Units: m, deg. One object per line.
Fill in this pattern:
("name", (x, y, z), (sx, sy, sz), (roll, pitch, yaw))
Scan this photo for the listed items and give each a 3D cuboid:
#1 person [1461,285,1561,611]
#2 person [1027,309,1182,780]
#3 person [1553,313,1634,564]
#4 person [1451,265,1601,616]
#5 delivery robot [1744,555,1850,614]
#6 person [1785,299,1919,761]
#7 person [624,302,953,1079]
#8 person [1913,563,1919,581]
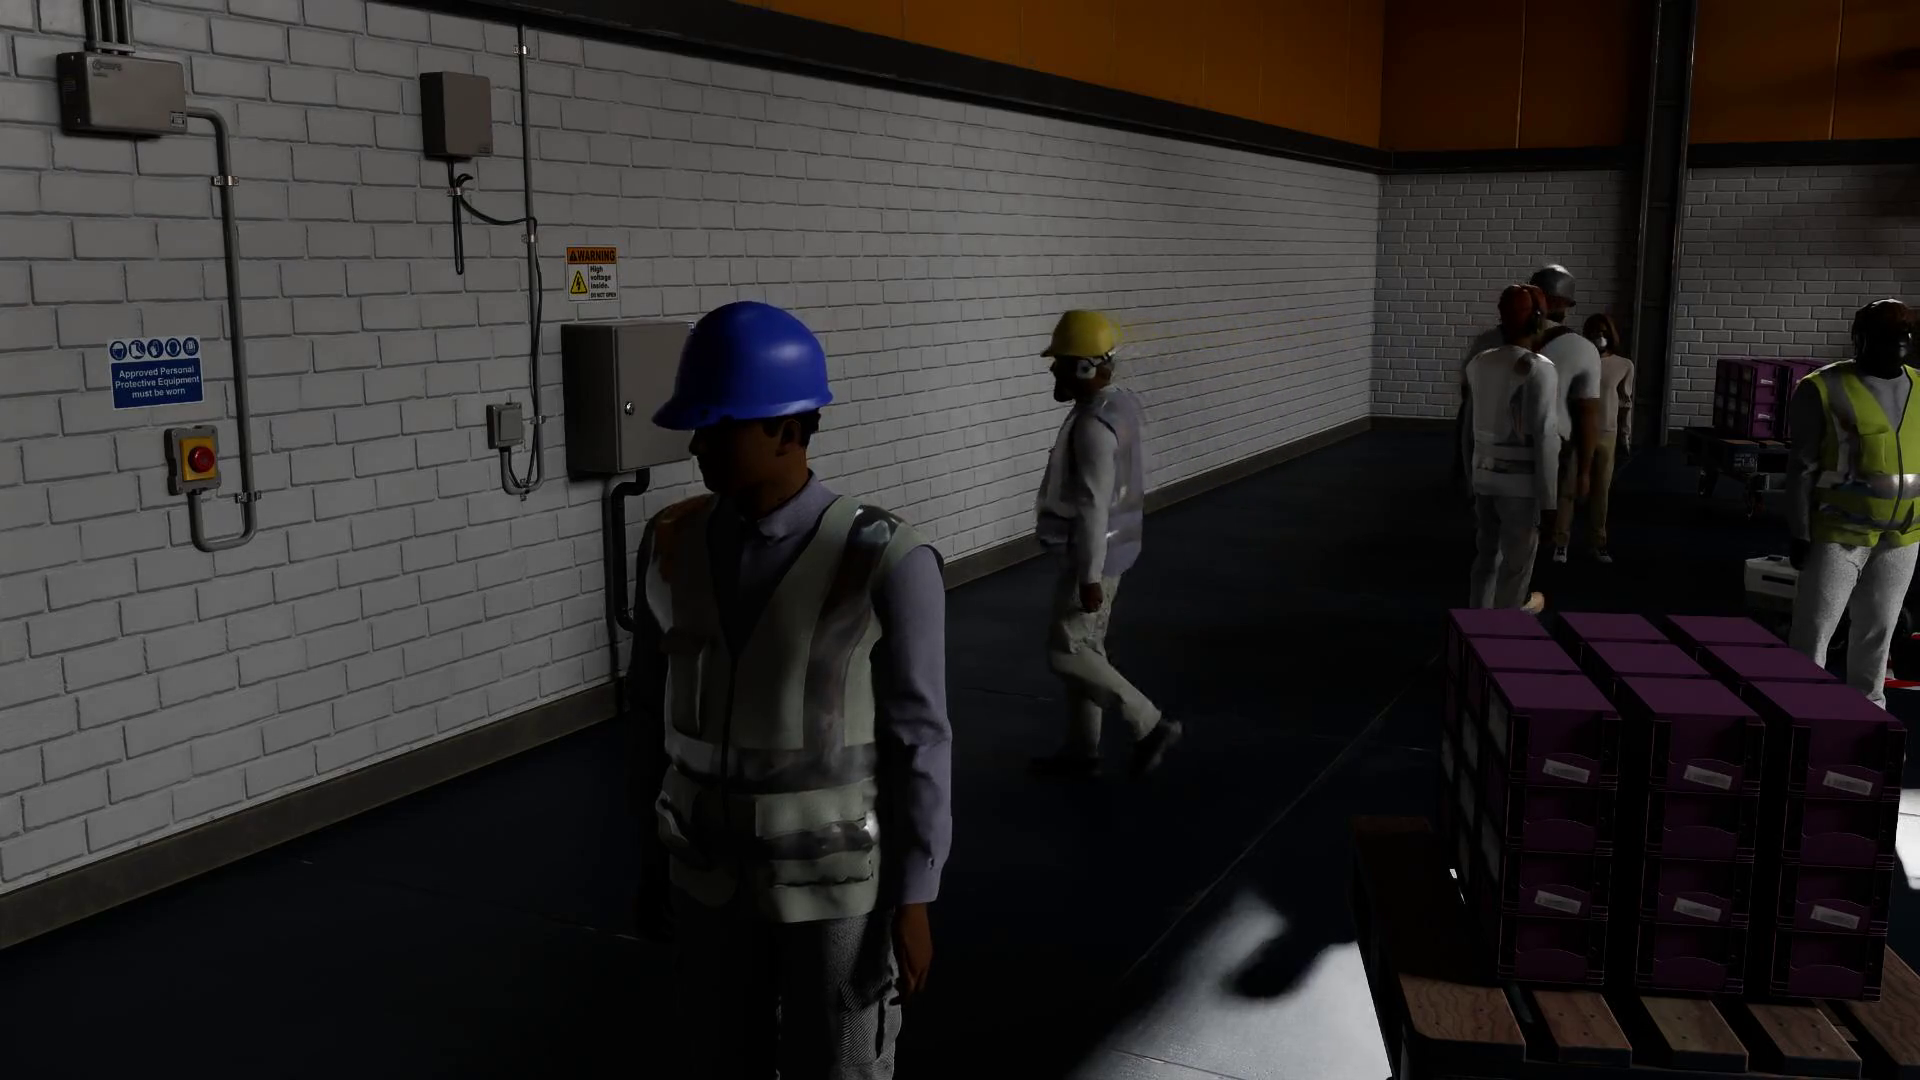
("person", (2.516, -0.213, 7.665), (0.526, 1.896, 0.584), (-4, 10, -20))
("person", (0.537, 0.046, 6.263), (0.512, 1.819, 0.604), (2, 10, 12))
("person", (4.118, -0.656, 10.851), (0.498, 1.634, 0.280), (1, 10, 6))
("person", (2.965, -0.480, 8.655), (0.703, 2.000, 0.984), (10, 14, 44))
("delivery robot", (4.405, 0.238, 8.520), (0.477, 0.478, 0.707), (-6, 11, -30))
("person", (3.588, -0.026, 6.602), (0.621, 1.845, 0.429), (-1, 10, -3))
("person", (-0.314, 0.568, 2.868), (0.616, 1.941, 0.401), (5, 11, 25))
("person", (6.160, -0.594, 9.625), (0.647, 1.936, 1.042), (-4, 11, -24))
